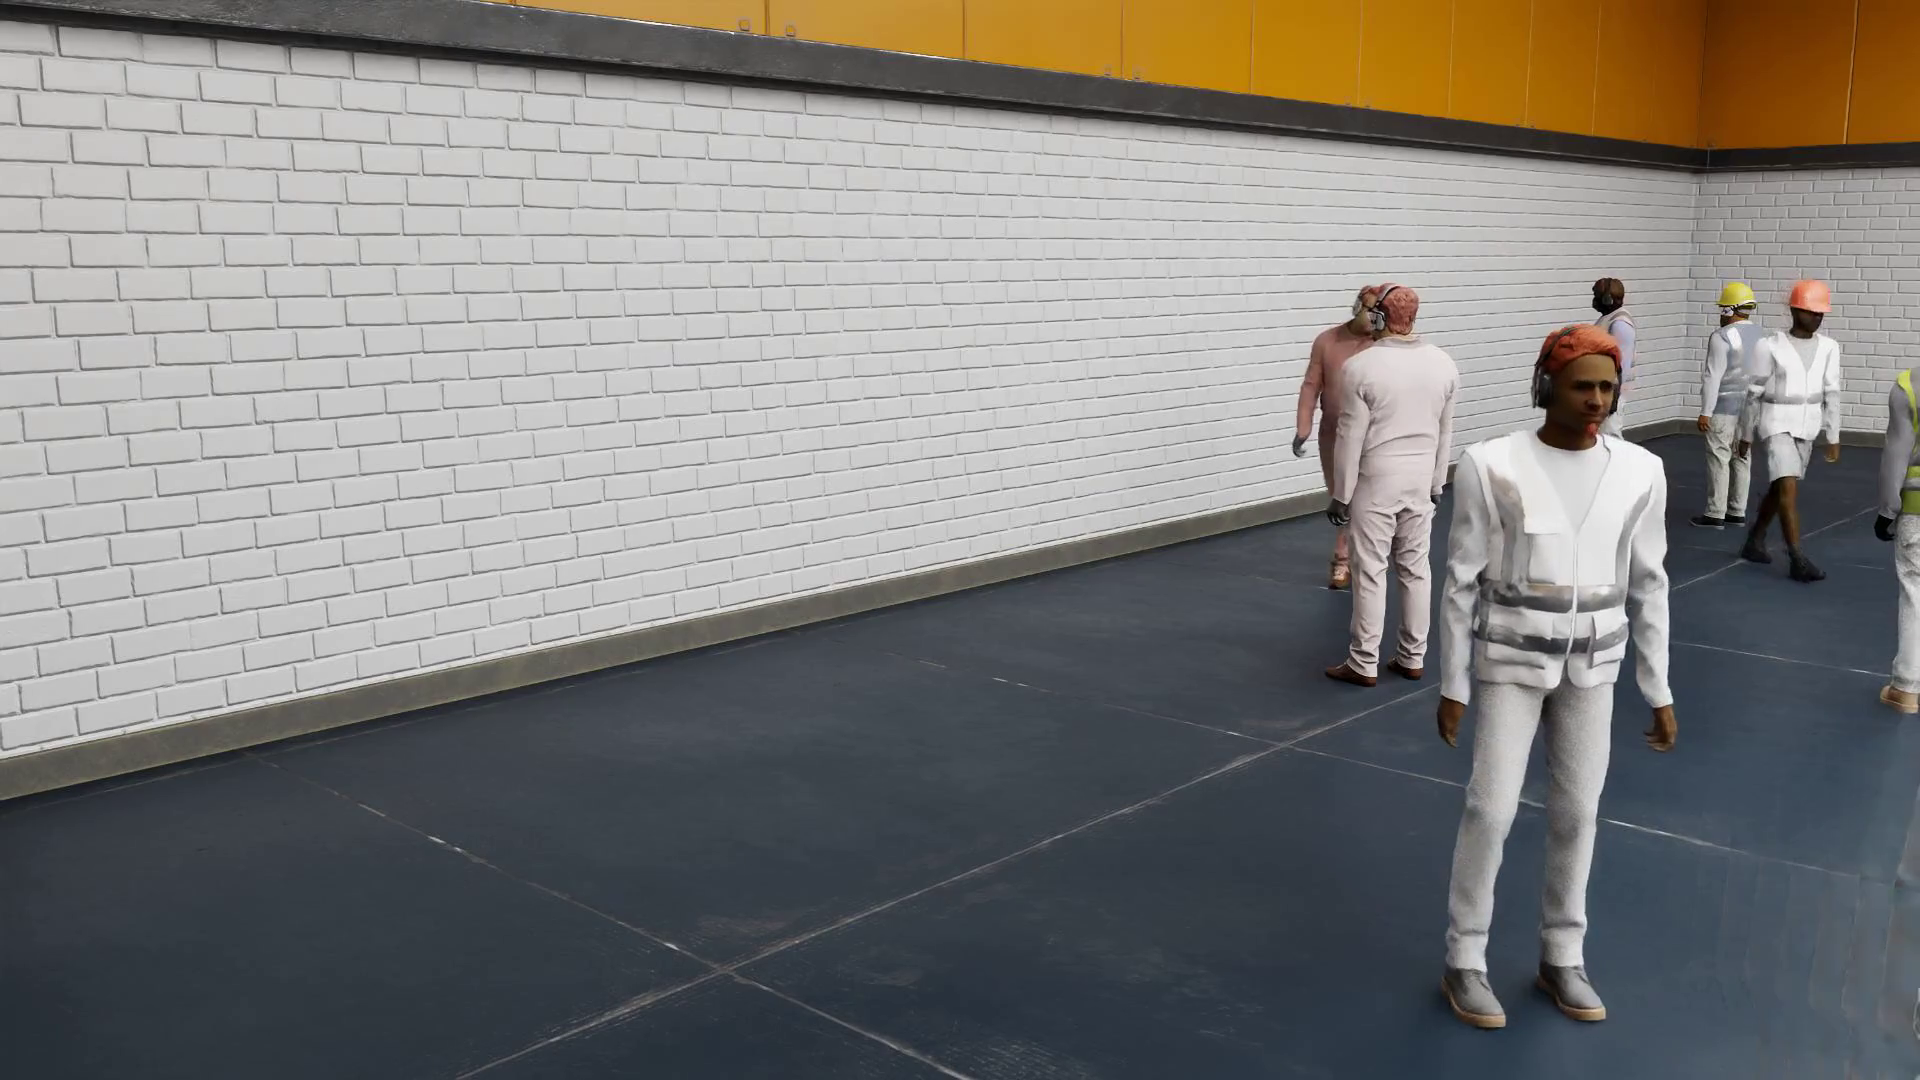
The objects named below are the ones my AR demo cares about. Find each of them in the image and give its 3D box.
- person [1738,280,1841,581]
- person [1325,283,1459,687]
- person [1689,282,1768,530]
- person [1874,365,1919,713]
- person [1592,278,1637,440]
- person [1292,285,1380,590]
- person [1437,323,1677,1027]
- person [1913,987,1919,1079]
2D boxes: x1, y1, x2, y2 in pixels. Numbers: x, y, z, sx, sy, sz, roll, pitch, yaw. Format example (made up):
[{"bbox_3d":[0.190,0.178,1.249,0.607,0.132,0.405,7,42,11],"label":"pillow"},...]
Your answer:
[{"bbox_3d":[5.321,-0.713,10.630,0.549,1.876,1.018,-1,10,-6],"label":"person"},{"bbox_3d":[2.024,-0.256,7.909,0.642,1.913,0.409,-4,11,-23],"label":"person"},{"bbox_3d":[5.709,-0.990,12.346,0.596,1.826,0.403,-5,11,-28],"label":"person"},{"bbox_3d":[4.417,-0.133,7.407,0.634,1.841,0.429,3,10,15],"label":"person"},{"bbox_3d":[5.195,-1.185,13.402,0.429,1.839,0.627,2,10,9],"label":"person"},{"bbox_3d":[2.486,-0.668,10.422,0.659,1.858,0.940,6,12,31],"label":"person"},{"bbox_3d":[1.590,0.365,4.468,0.604,1.877,0.367,0,10,-3],"label":"person"},{"bbox_3d":[1.599,0.726,2.340,1.054,1.911,0.611,8,13,39],"label":"person"}]
